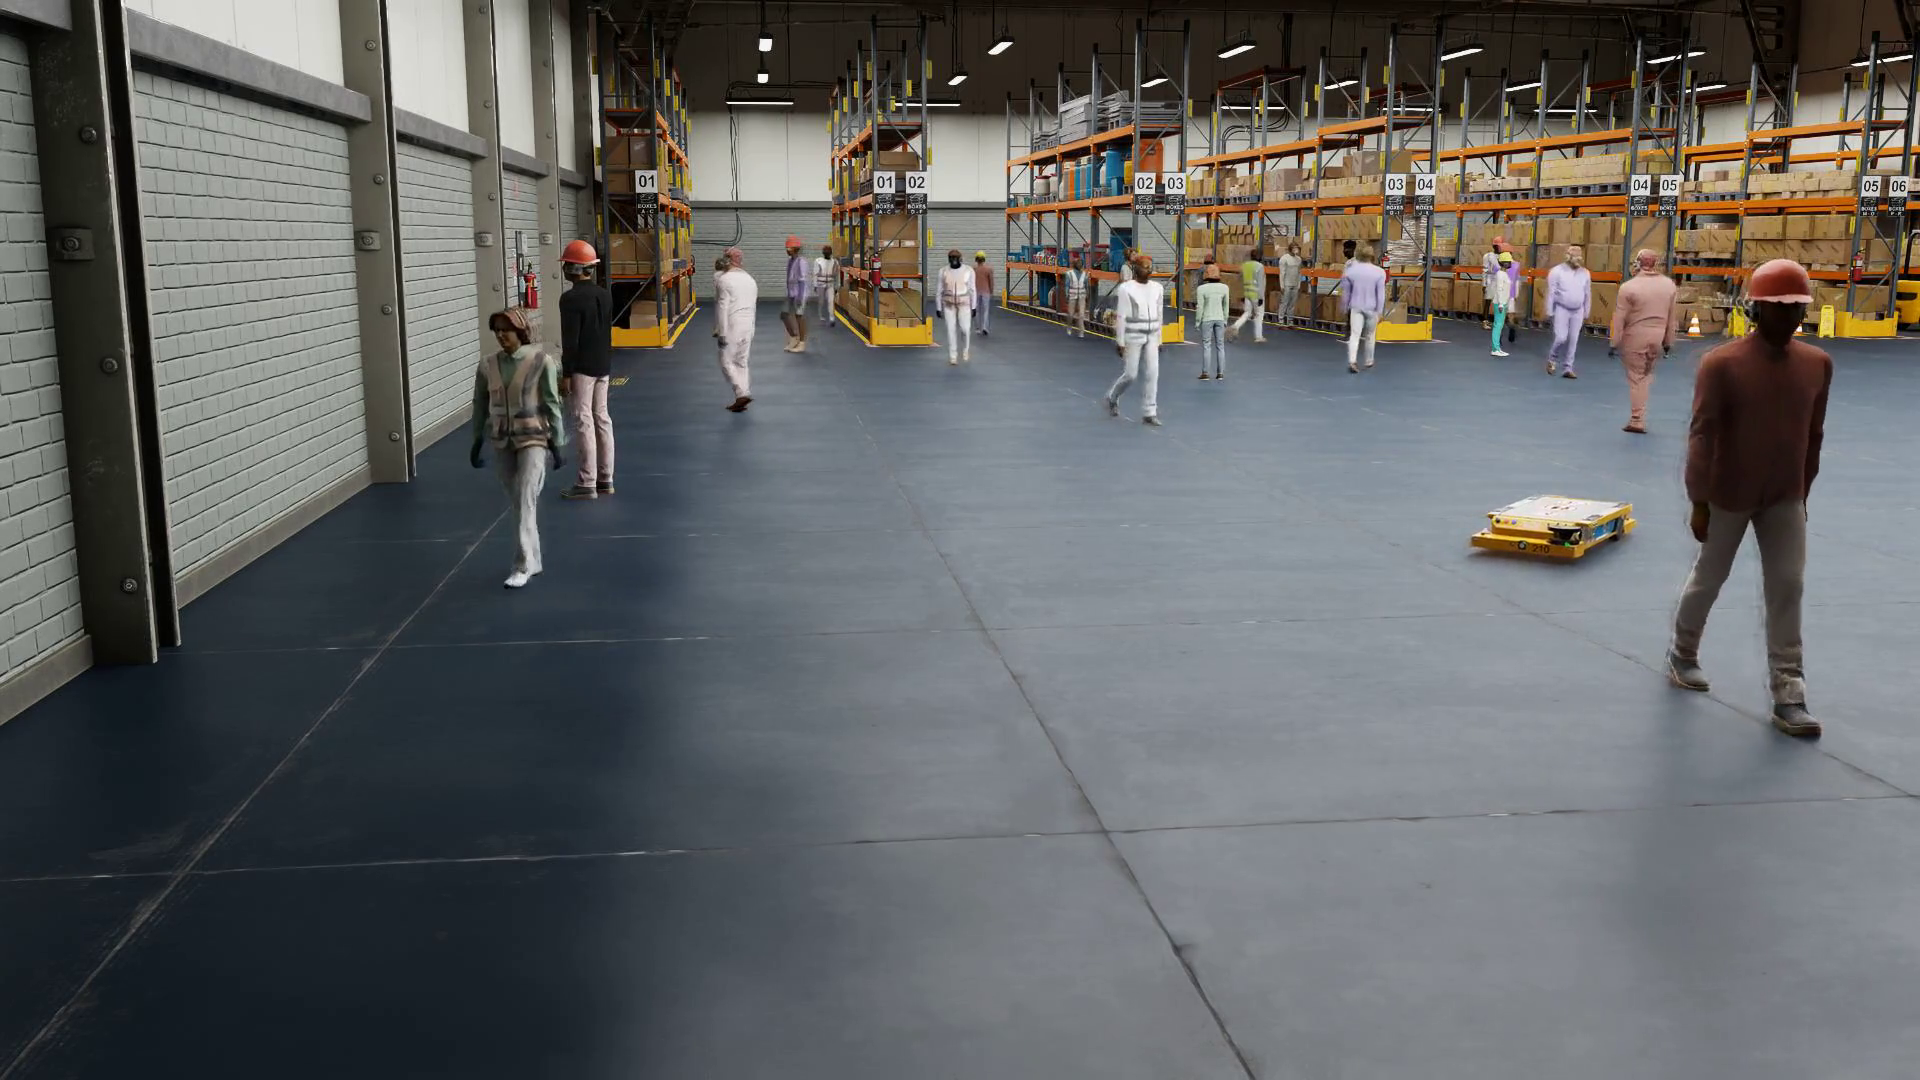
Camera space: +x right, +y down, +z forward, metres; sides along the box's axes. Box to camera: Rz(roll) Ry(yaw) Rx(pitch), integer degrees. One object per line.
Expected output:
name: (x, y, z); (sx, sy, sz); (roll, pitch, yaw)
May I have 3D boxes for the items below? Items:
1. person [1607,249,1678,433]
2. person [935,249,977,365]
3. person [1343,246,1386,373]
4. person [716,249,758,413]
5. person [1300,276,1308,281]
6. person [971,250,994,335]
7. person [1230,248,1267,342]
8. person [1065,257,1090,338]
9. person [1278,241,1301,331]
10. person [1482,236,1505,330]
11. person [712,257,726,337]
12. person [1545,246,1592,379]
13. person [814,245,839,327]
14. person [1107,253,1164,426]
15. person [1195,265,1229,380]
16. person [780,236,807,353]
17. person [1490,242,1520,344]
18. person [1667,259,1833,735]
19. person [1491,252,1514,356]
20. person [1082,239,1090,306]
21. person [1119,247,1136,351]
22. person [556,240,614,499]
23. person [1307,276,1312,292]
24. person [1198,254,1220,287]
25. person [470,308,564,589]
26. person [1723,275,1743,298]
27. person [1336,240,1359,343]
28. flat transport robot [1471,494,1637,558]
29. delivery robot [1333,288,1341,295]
person: (7.035, -2.070, 17.341); (0.673, 1.887, 0.657); (-3, 11, -14)
person: (-0.071, -3.689, 26.399); (0.664, 1.829, 0.492); (1, 10, 5)
person: (6.045, -3.457, 24.957); (0.644, 1.900, 0.999); (5, 11, 24)
person: (-2.551, -2.422, 19.356); (0.594, 1.878, 0.681); (6, 12, 32)
person: (8.969, -6.859, 44.172); (0.559, 1.691, 0.376); (0, 10, -1)
person: (0.436, -5.143, 34.638); (0.531, 1.790, 0.441); (1, 10, 7)
person: (5.599, -4.704, 32.012); (0.718, 1.821, 0.624); (-6, 12, -32)
person: (2.353, -4.896, 33.581); (0.521, 1.617, 0.646); (-1, 10, -5)
person: (7.130, -5.481, 35.954); (0.632, 1.931, 0.374); (-8, 13, -37)
person: (11.661, -5.572, 36.170); (0.606, 2.035, 0.405); (-1, 10, -6)
person: (-4.734, -4.874, 33.457); (0.534, 1.616, 0.630); (-8, 13, -38)
person: (8.752, -3.262, 23.875); (0.671, 1.892, 0.422); (-2, 10, -9)
person: (-3.041, -5.791, 37.904); (0.585, 1.846, 0.952); (-2, 10, -9)
person: (1.915, -2.183, 18.088); (0.584, 1.863, 0.758); (-5, 12, -27)
person: (3.579, -3.088, 23.635); (0.498, 1.634, 0.278); (-3, 11, -16)
person: (-2.932, -4.270, 29.027); (0.524, 2.029, 0.635); (-7, 12, -33)
person: (10.272, -4.636, 31.331); (0.569, 1.924, 0.593); (0, 10, 0)
person: (3.366, -0.221, 7.101); (0.639, 1.941, 1.037); (0, 10, -2)
person: (9.260, -4.019, 28.382); (0.309, 1.769, 0.525); (5, 11, 25)
person: (3.687, -7.847, 48.790); (0.640, 1.975, 0.649); (-2, 11, -11)
person: (2.991, -4.272, 29.550); (0.345, 1.846, 0.506); (1, 10, 7)
person: (-2.919, -1.320, 12.951); (0.374, 1.997, 0.613); (4, 11, 20)
person: (9.874, -7.399, 46.988); (0.487, 1.737, 0.320); (0, 10, 2)
person: (5.773, -5.820, 38.617); (0.507, 1.632, 0.275); (1, 10, 3)
person: (-2.610, -0.520, 9.619); (0.535, 1.610, 0.722); (3, 11, 18)
person: (20.902, -7.107, 44.900); (0.580, 1.918, 0.401); (-2, 10, -10)
person: (7.476, -4.769, 31.939); (0.361, 1.964, 0.617); (0, 10, 0)
flat transport robot: (3.969, -0.110, 11.047); (0.652, 0.197, 1.431); (8, 13, 36)
delivery robot: (11.472, -7.333, 49.611); (0.707, 0.478, 0.477); (2, 10, 13)
